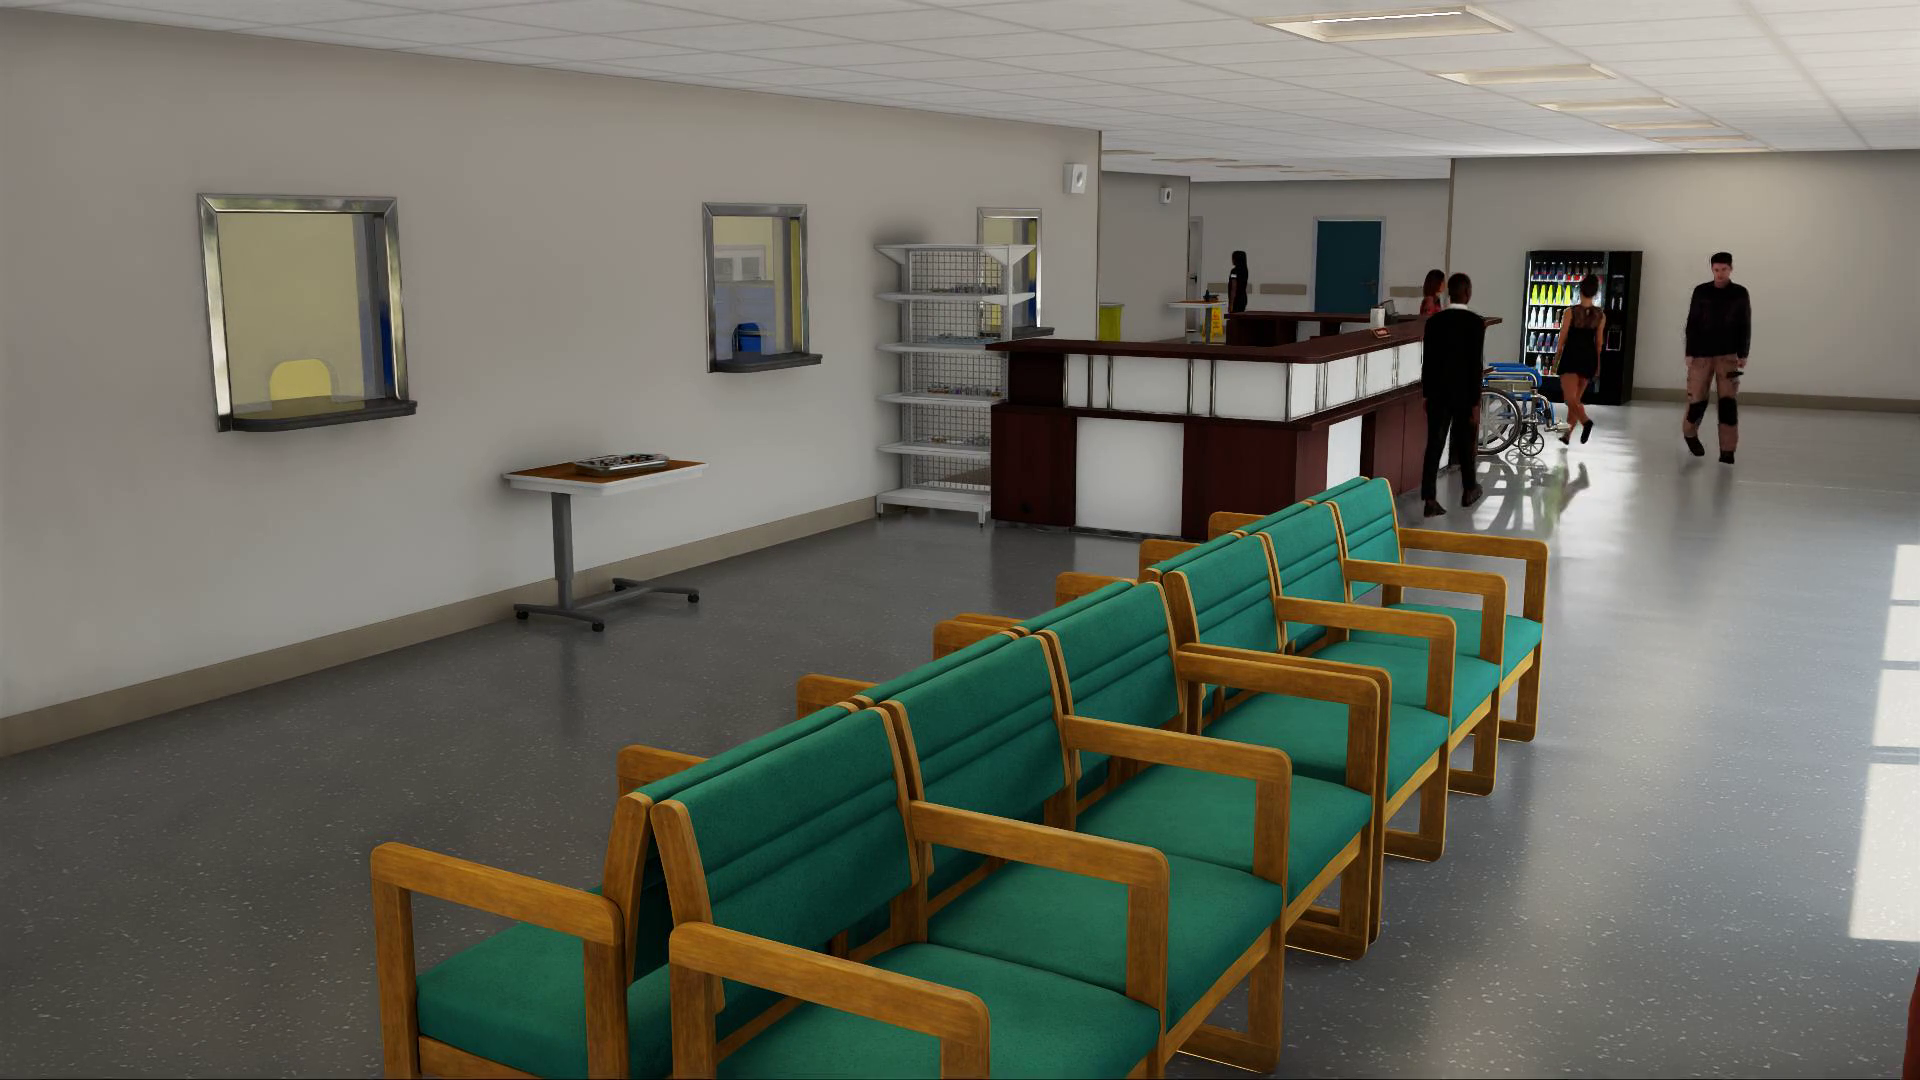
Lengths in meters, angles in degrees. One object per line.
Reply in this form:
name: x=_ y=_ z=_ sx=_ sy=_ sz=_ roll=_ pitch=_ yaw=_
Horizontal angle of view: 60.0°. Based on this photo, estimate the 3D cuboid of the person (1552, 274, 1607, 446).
person: x=5.973 y=-1.688 z=15.973 sx=1.058 sy=1.655 sz=1.014 roll=-1 pitch=11 yaw=-7

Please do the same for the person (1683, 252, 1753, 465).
person: x=6.853 y=-1.655 z=15.168 sx=1.013 sy=1.892 sz=0.869 roll=2 pitch=11 yaw=12

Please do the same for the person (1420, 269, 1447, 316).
person: x=4.741 y=-1.918 z=17.193 sx=1.172 sy=1.653 sz=0.776 roll=4 pitch=11 yaw=18

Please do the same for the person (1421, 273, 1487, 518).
person: x=3.537 y=-1.010 z=12.127 sx=1.150 sy=1.757 sz=0.831 roll=8 pitch=13 yaw=37

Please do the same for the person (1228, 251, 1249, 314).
person: x=4.593 y=-3.912 z=27.490 sx=0.594 sy=1.731 sz=0.631 roll=8 pitch=14 yaw=37
